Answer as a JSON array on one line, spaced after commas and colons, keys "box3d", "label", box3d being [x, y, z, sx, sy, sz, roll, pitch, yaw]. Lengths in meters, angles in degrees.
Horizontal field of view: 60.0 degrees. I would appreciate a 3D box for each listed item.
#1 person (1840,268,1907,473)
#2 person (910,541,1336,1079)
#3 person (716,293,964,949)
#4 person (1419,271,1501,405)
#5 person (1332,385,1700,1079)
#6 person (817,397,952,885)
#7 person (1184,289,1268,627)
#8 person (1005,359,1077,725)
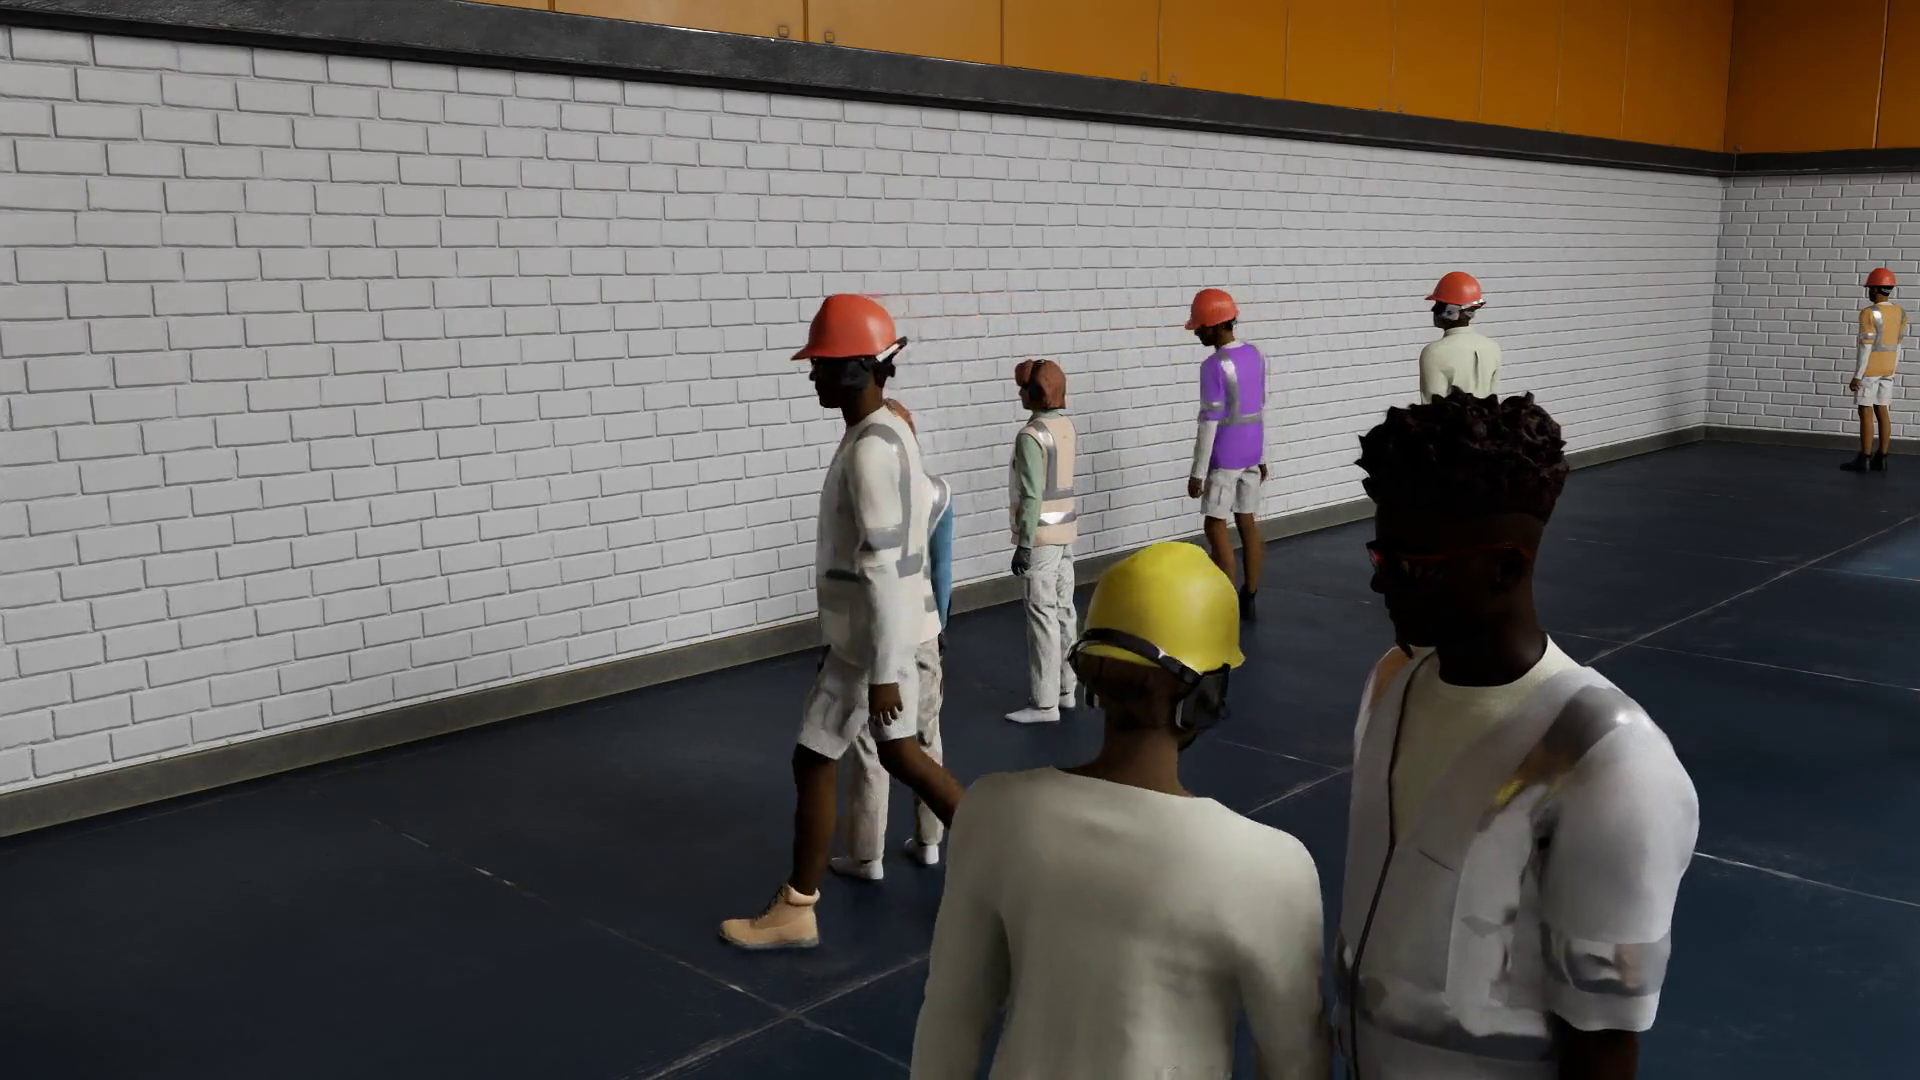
[{"box3d": [8.695, -1.611, 15.845, 0.553, 1.935, 0.361, -4, 11, -24], "label": "person"}, {"box3d": [0.238, 0.862, 2.326, 0.555, 1.734, 0.726, 6, 11, 30], "label": "person"}, {"box3d": [-0.231, 0.264, 4.995, 0.978, 2.004, 0.614, 1, 10, 3], "label": "person"}, {"box3d": [2.735, -0.485, 9.261, 0.622, 1.997, 0.371, -7, 12, -36], "label": "person"}, {"box3d": [0.665, 0.775, 2.206, 0.373, 1.958, 0.601, -3, 10, -16], "label": "person"}, {"box3d": [-0.244, 0.339, 5.593, 0.511, 1.641, 0.308, -7, 12, -33], "label": "person"}, {"box3d": [1.535, -0.454, 9.411, 0.380, 1.895, 0.689, 9, 13, 41], "label": "person"}, {"box3d": [0.375, 0.009, 7.470, 0.309, 1.638, 0.522, 5, 11, 24], "label": "person"}]
